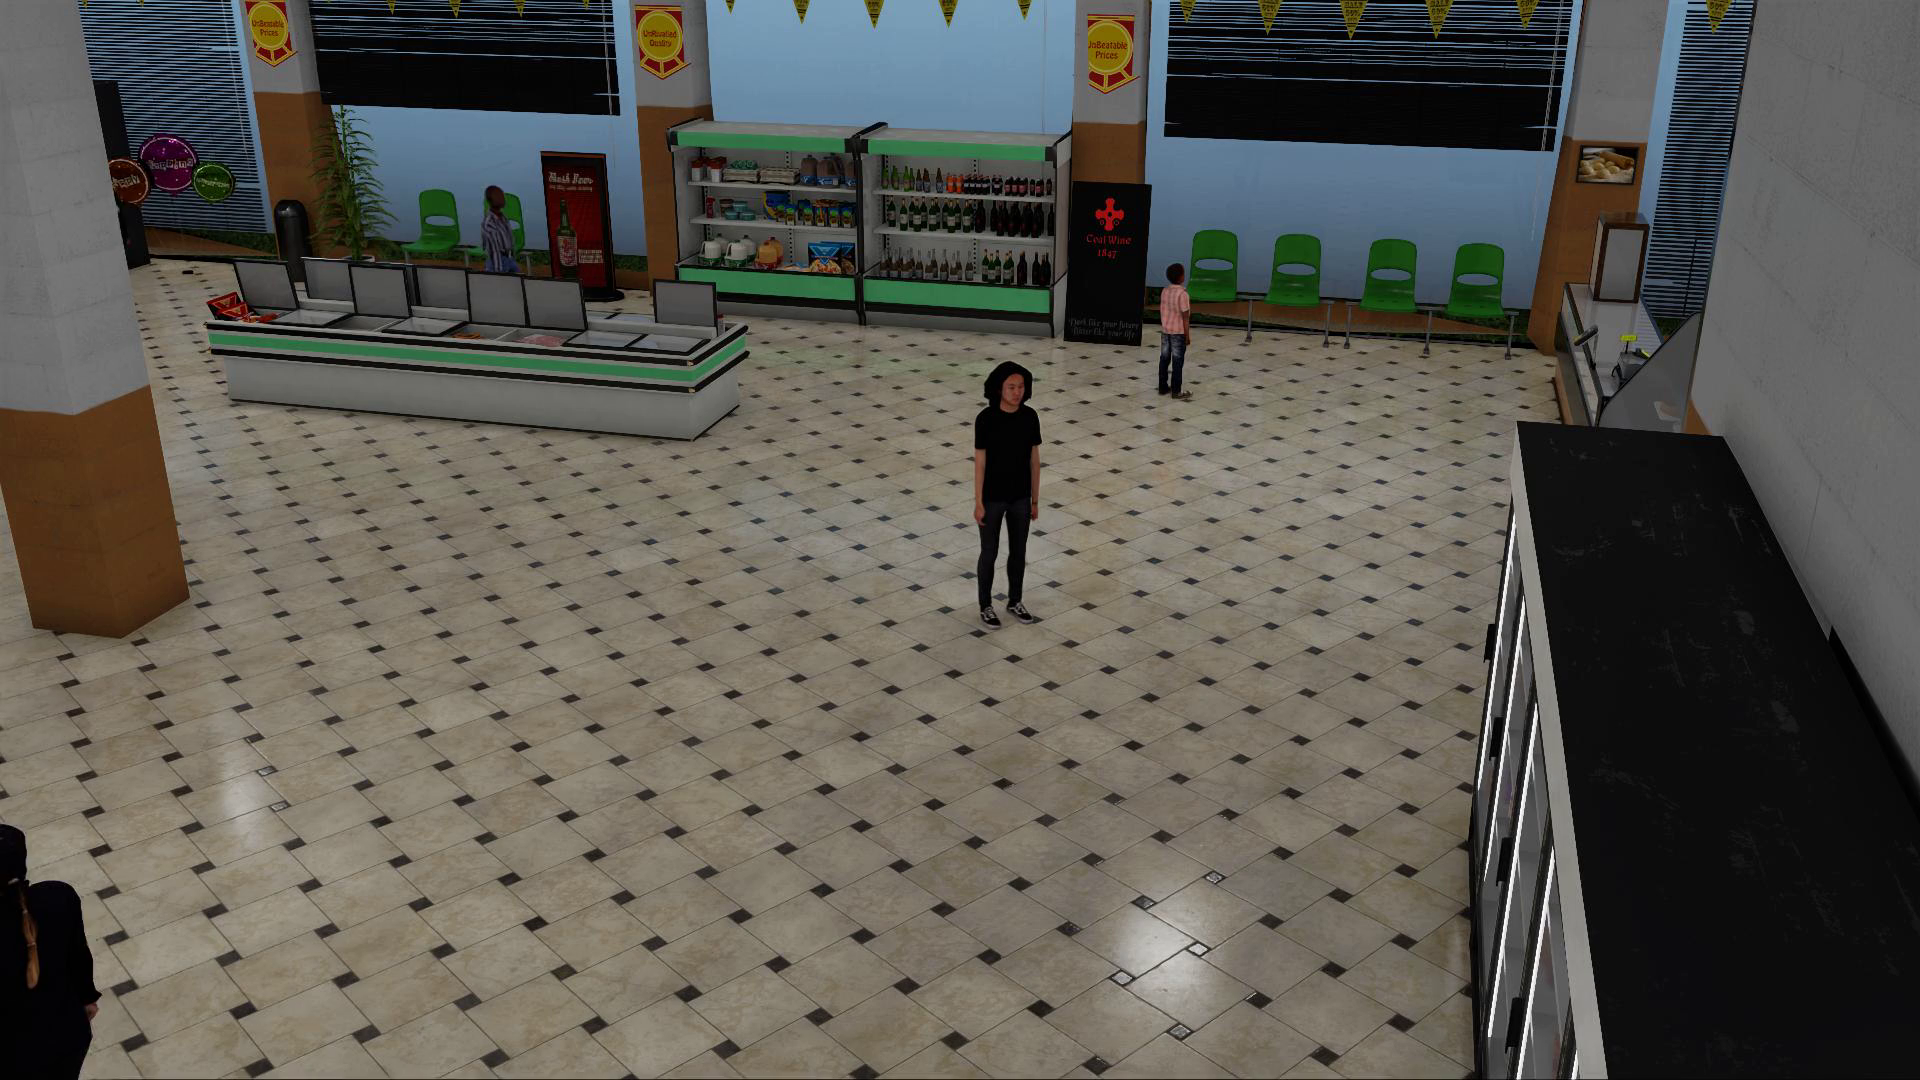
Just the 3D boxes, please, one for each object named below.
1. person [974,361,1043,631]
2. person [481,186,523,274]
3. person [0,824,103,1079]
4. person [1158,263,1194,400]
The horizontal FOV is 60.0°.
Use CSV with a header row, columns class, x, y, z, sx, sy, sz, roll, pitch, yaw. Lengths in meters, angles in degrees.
class,x,y,z,sx,sy,sz,roll,pitch,yaw
person,0.292,-0.311,10.984,0.644,1.827,0.756,-7,23,-16
person,-4.793,-2.741,17.098,0.690,1.776,0.704,2,22,4
person,-3.262,1.816,5.929,0.979,1.649,0.681,6,23,15
person,2.043,-2.008,15.906,0.655,1.305,0.579,-17,27,-36
